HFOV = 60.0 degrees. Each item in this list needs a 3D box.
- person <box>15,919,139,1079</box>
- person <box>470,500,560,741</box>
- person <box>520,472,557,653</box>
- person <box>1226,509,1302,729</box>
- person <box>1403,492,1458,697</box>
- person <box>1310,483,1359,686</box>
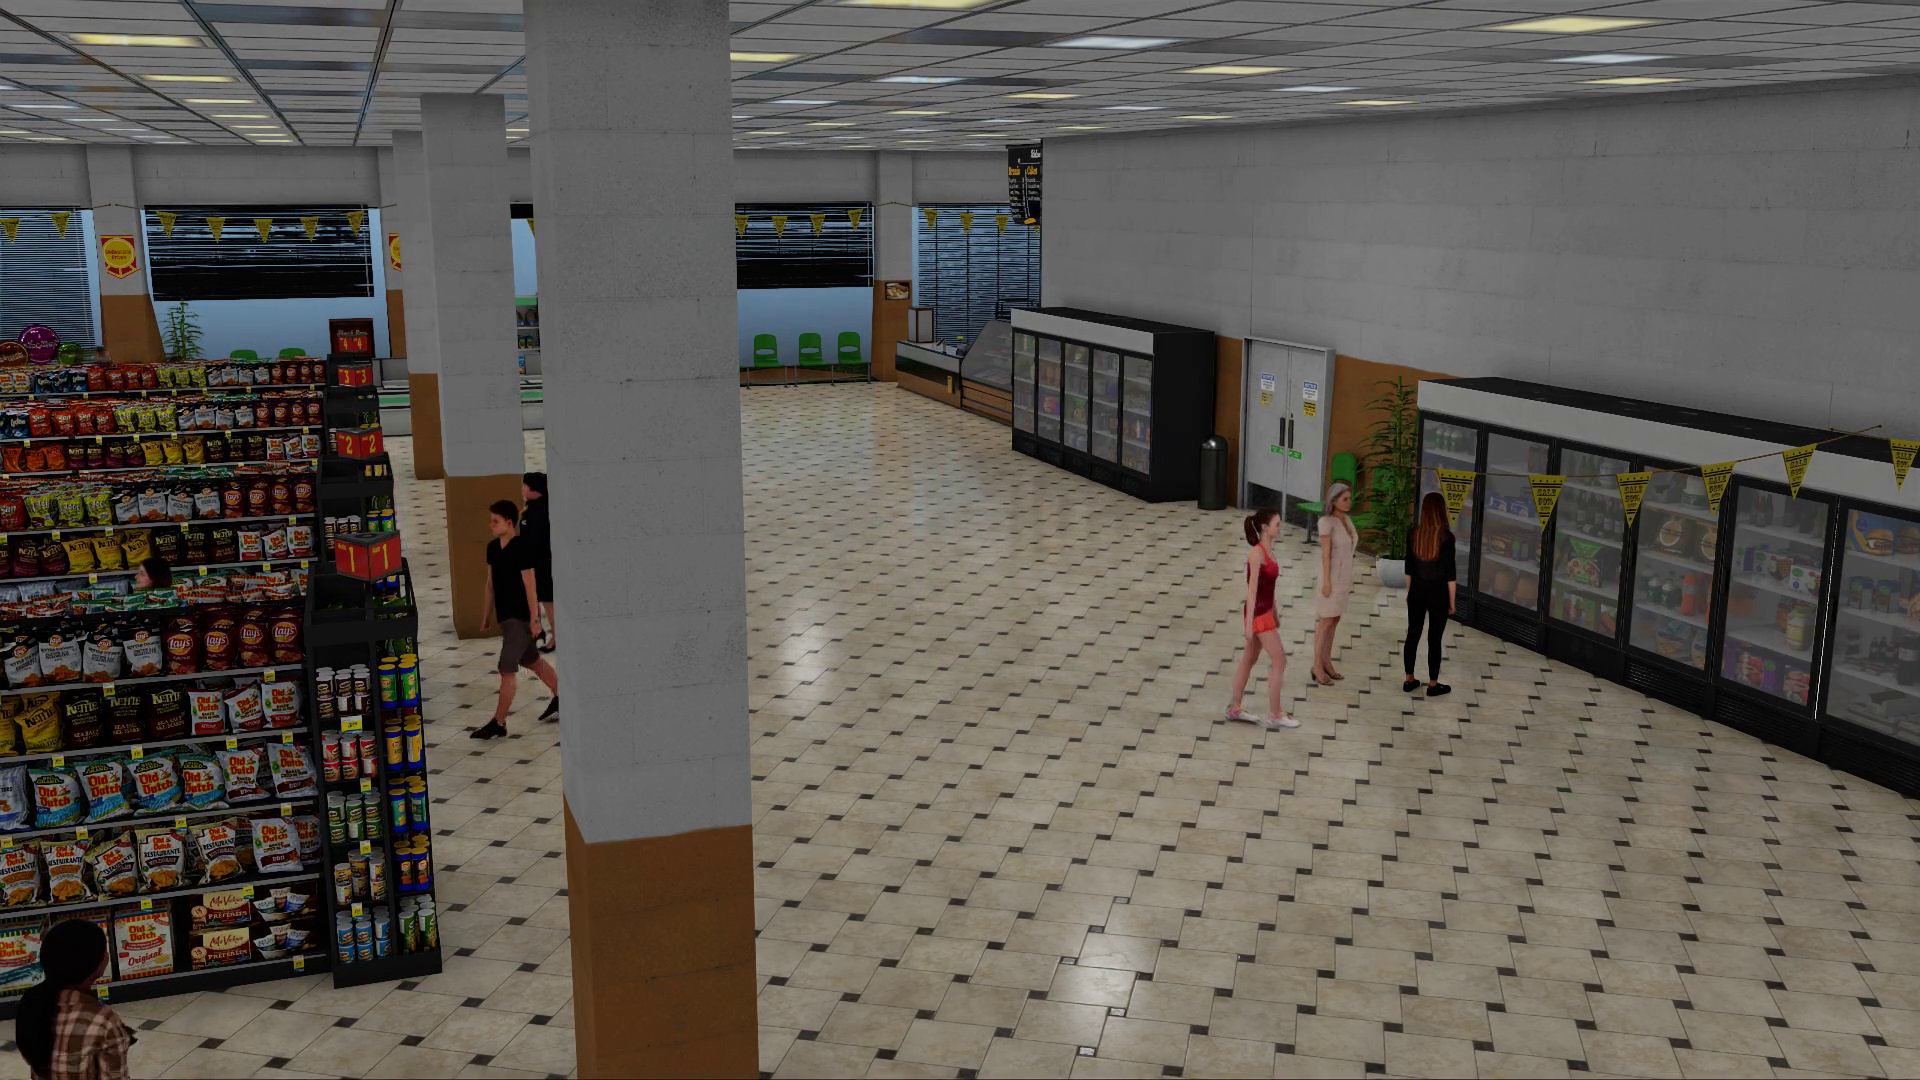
[{"bbox_3d":[-3.014,2.164,5.616,0.951,1.775,0.942,3,12,15],"label":"person"},{"bbox_3d":[-3.362,0.600,12.935,1.305,1.821,1.033,-11,16,-43],"label":"person"},{"bbox_3d":[-3.726,0.215,15.156,0.699,1.659,0.727,-3,12,-13],"label":"person"},{"bbox_3d":[2.278,0.613,13.092,0.941,1.731,0.857,4,13,18],"label":"person"},{"bbox_3d":[3.917,0.446,13.930,0.675,1.713,0.675,10,16,41],"label":"person"},{"bbox_3d":[3.197,0.367,14.252,0.753,1.735,0.657,9,15,37],"label":"person"}]
